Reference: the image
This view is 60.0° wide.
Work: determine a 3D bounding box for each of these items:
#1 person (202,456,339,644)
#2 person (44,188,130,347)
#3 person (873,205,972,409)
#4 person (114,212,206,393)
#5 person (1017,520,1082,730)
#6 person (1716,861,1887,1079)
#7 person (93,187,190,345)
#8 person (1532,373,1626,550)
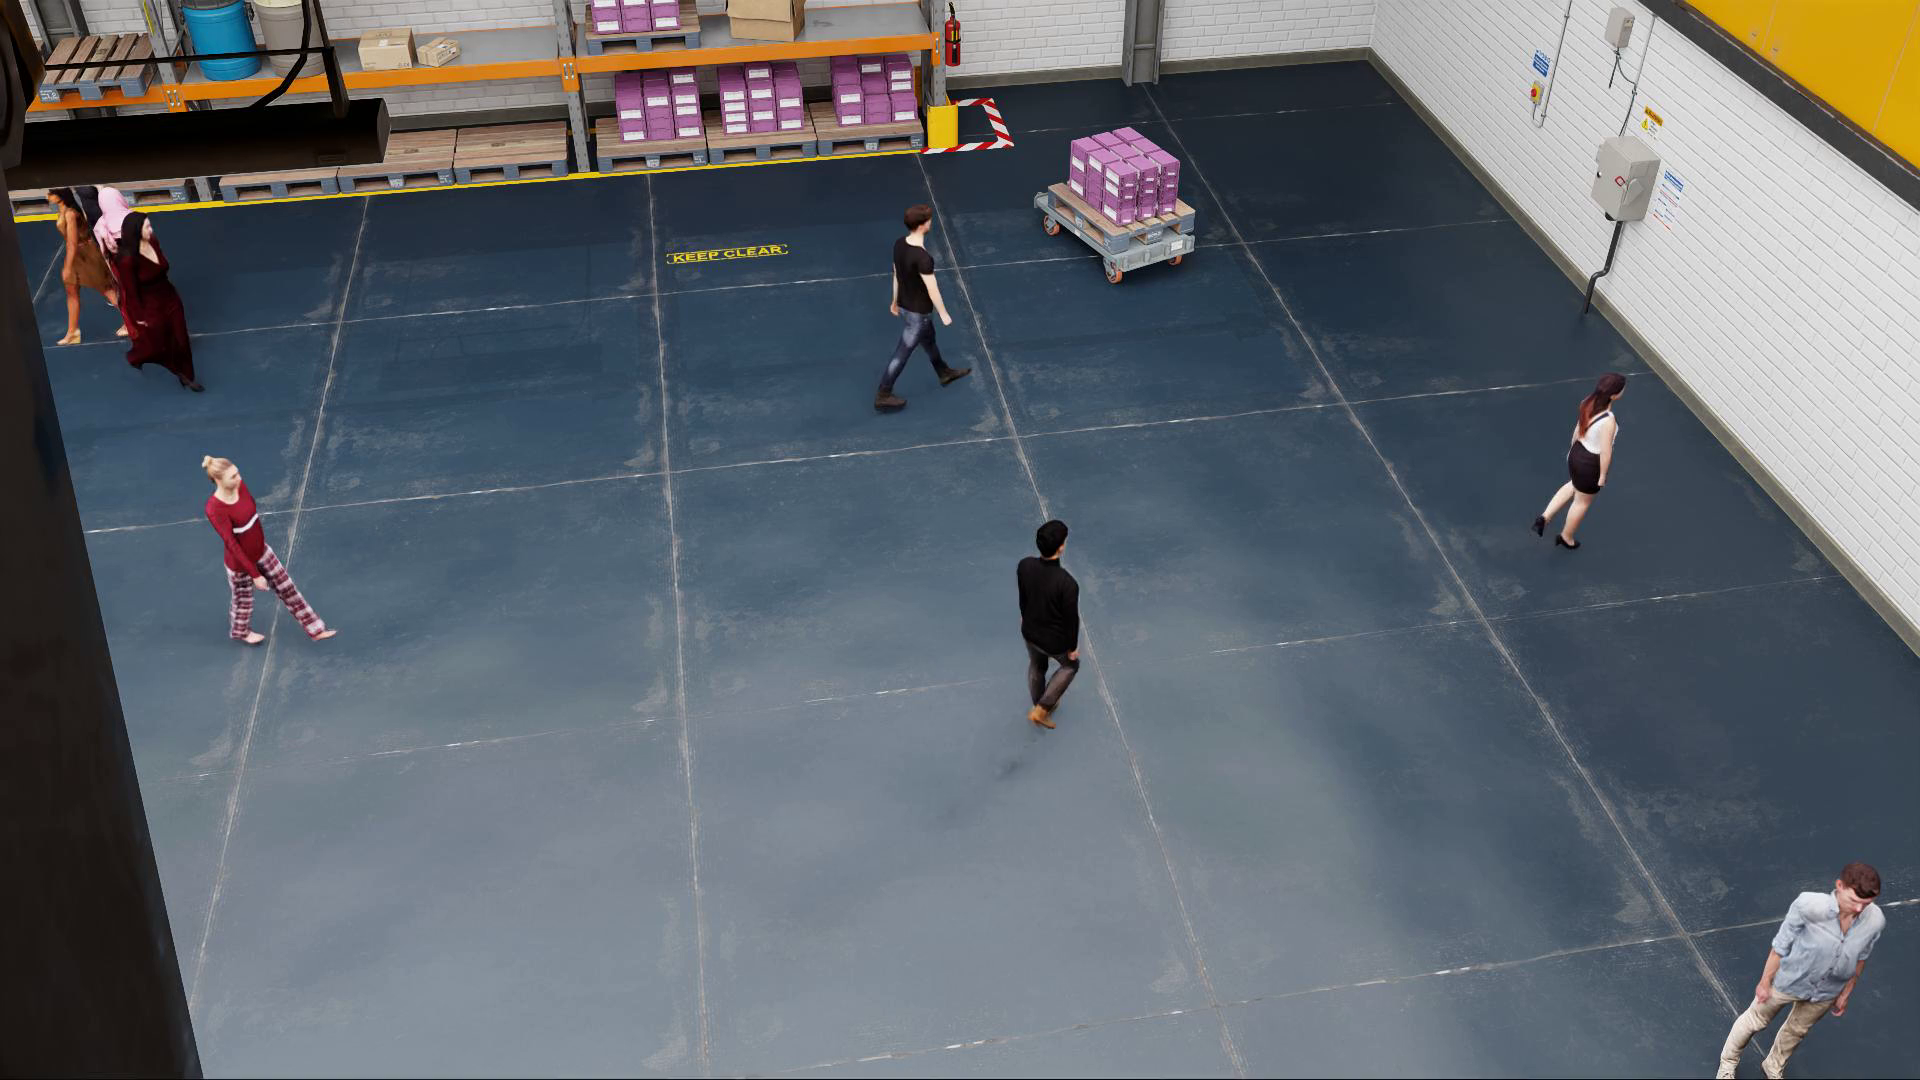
[{"bbox_3d":[-5.138,0.125,11.826,1.150,1.659,0.904,9,39,11],"label":"person"},{"bbox_3d":[-7.889,-2.556,15.184,1.013,1.657,0.885,-31,48,-33],"label":"person"},{"bbox_3d":[-0.463,-1.935,14.252,1.295,1.850,0.903,-17,42,-20],"label":"person"},{"bbox_3d":[-7.097,-2.042,14.490,1.062,1.721,0.898,10,40,13],"label":"person"},{"bbox_3d":[0.557,0.627,11.151,0.809,1.718,0.861,28,46,30],"label":"person"},{"bbox_3d":[4.518,2.346,8.894,0.611,1.847,0.776,6,39,7],"label":"person"},{"bbox_3d":[-7.450,-2.423,15.038,0.563,1.632,0.749,-3,39,-4],"label":"person"},{"bbox_3d":[4.713,-0.567,12.711,0.713,1.637,0.594,-10,40,-12],"label":"person"}]
